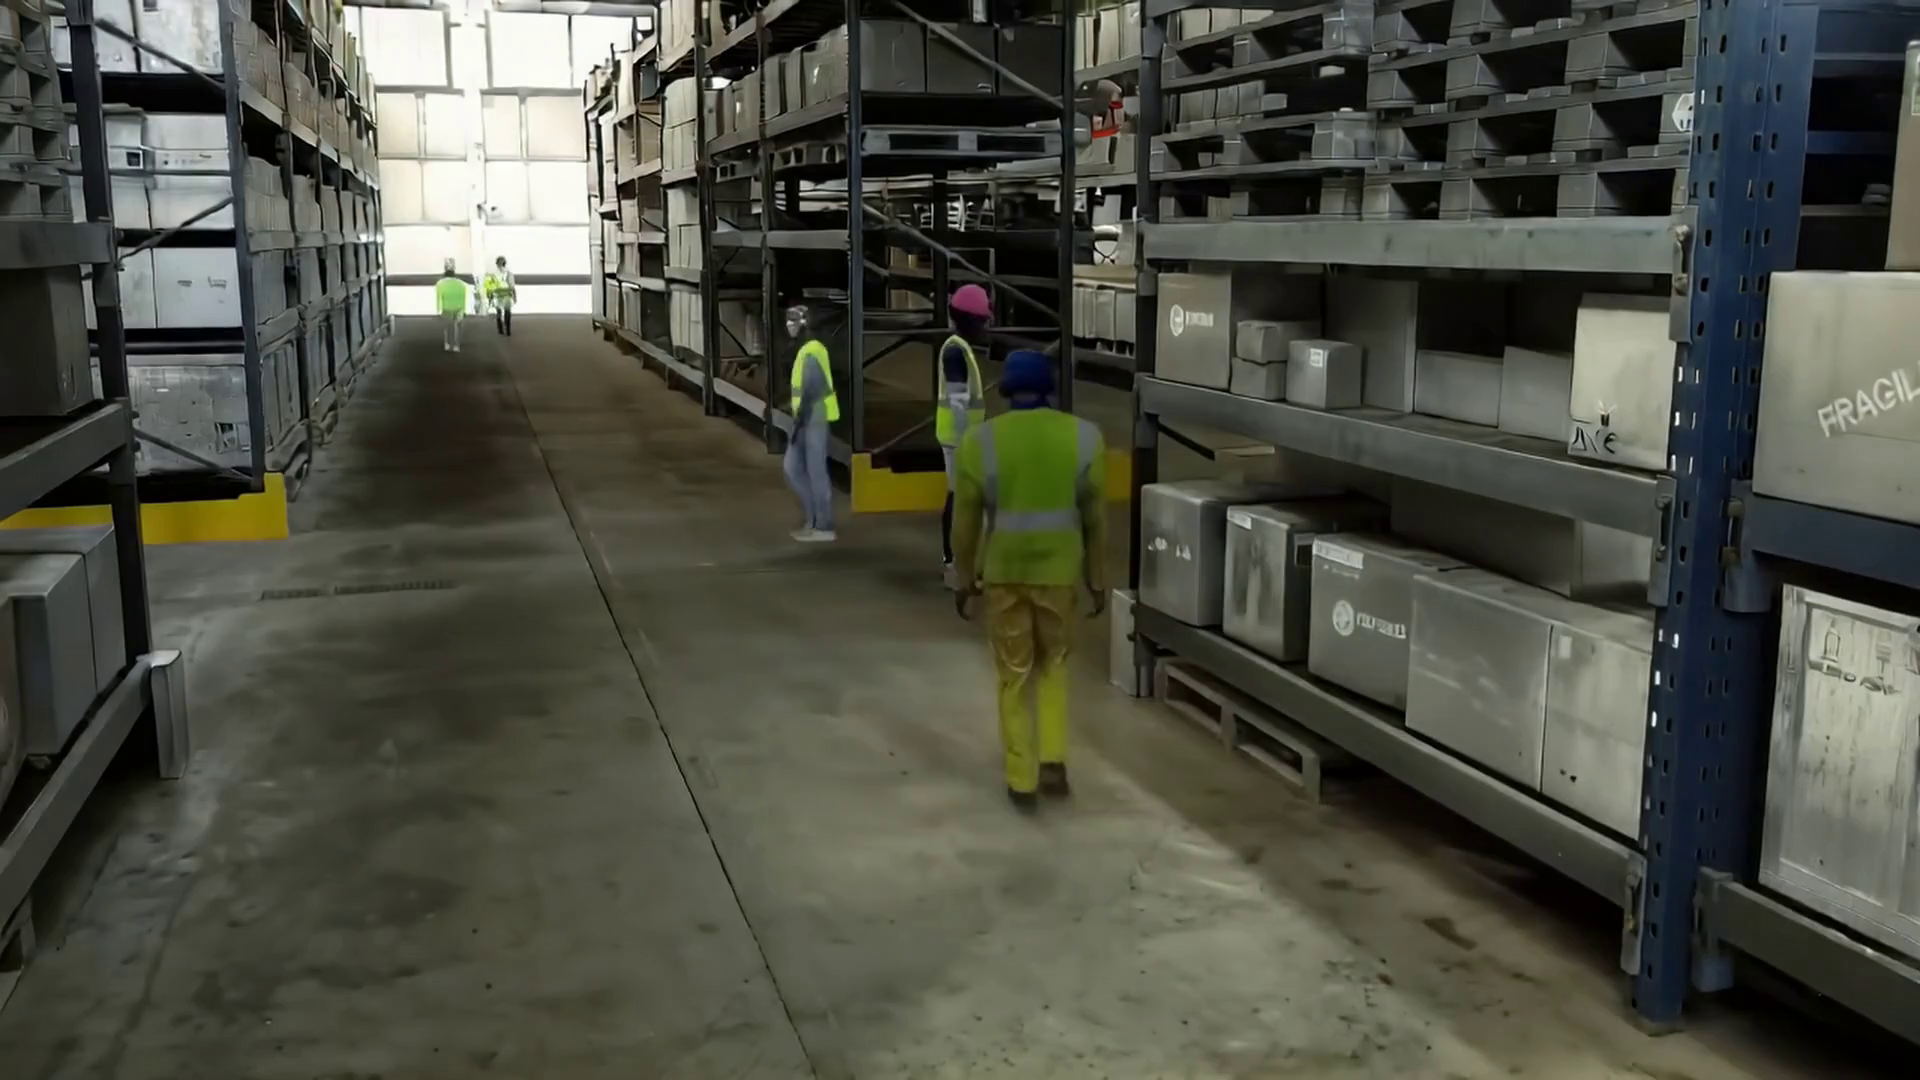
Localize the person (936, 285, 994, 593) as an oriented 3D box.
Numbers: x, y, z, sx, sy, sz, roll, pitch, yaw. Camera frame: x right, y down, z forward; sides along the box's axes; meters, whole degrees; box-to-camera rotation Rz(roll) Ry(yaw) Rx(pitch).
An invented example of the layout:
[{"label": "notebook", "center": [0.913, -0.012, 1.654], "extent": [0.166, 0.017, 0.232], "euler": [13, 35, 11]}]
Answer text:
[{"label": "person", "center": [0.034, -0.673, 11.082], "extent": [0.387, 2.034, 0.605], "euler": [0, 10, -1]}]

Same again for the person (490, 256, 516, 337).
[{"label": "person", "center": [-10.823, -5.765, 39.352], "extent": [0.573, 1.912, 0.641], "euler": [-5, 12, -27]}]

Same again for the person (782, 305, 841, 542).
[{"label": "person", "center": [-1.177, -0.883, 12.800], "extent": [0.509, 1.826, 0.576], "euler": [-2, 11, -10]}]

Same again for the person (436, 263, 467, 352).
[{"label": "person", "center": [-10.508, -4.800, 34.342], "extent": [0.617, 1.796, 0.839], "euler": [-4, 11, -21]}]

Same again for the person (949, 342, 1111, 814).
[{"label": "person", "center": [0.276, 0.160, 6.802], "extent": [0.653, 1.927, 0.453], "euler": [-1, 10, -7]}]

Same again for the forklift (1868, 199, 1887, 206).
[{"label": "forklift", "center": [11.338, -2.915, 21.052], "extent": [1.129, 2.768, 1.873], "euler": [-3, 11, -17]}]

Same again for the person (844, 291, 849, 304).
[{"label": "person", "center": [-2.966, -6.761, 44.787], "extent": [0.736, 1.908, 0.569], "euler": [-6, 12, -29]}]
